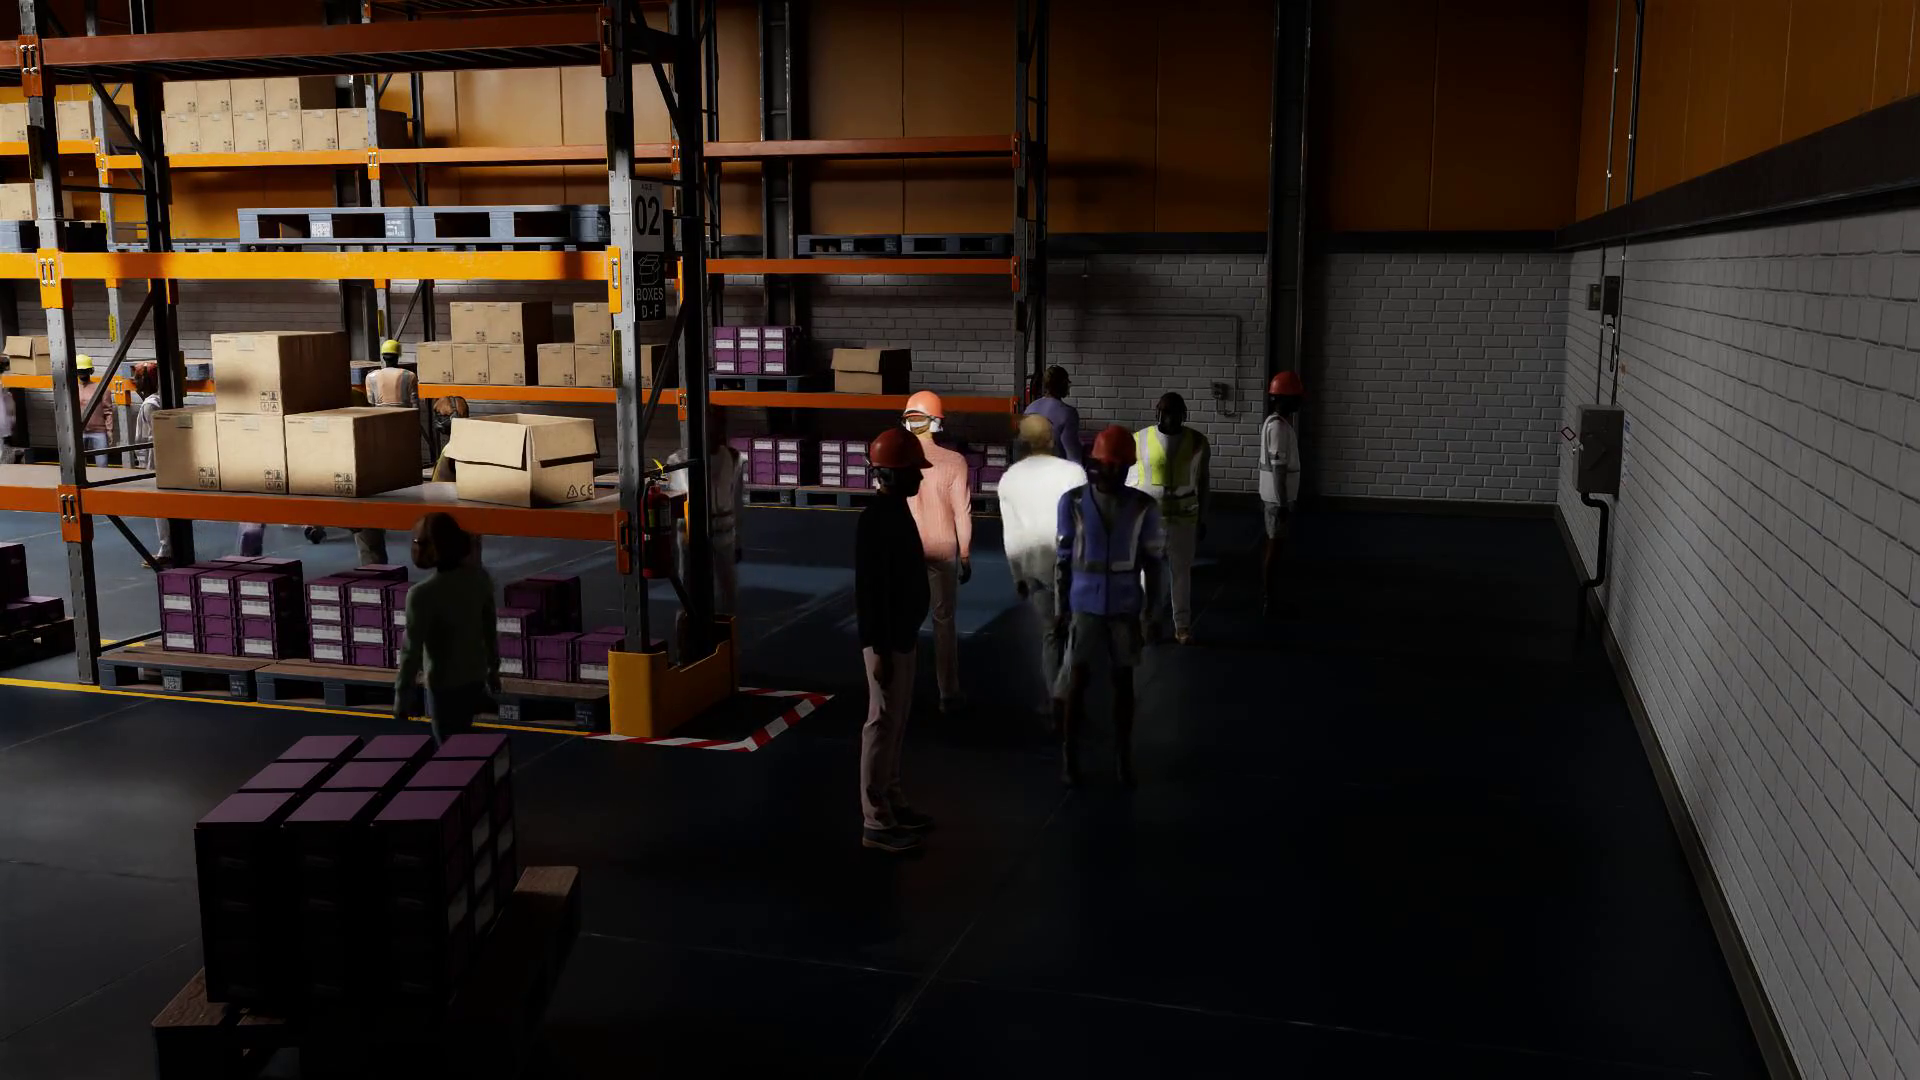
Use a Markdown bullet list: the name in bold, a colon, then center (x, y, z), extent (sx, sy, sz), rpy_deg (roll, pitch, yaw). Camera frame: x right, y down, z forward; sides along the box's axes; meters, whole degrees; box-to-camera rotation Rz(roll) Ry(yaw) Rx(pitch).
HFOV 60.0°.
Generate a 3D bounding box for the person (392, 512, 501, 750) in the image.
- **person**: center (-2.428, 0.670, 7.721), extent (0.514, 1.617, 0.533), rpy_deg (5, 10, 26)

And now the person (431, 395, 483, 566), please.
- **person**: center (-3.586, -0.124, 11.960), extent (0.428, 1.836, 0.626), rpy_deg (-3, 10, -15)

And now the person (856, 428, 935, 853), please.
- **person**: center (-0.307, 0.462, 7.882), extent (0.386, 1.992, 0.624), rpy_deg (2, 9, 9)

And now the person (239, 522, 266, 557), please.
- **person**: center (-6.054, -0.536, 14.273), extent (0.505, 1.889, 0.671), rpy_deg (3, 10, 18)

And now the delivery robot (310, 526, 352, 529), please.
- **delivery robot**: center (-6.209, -0.315, 16.714), extent (0.707, 0.478, 0.477), rpy_deg (-6, 11, -33)

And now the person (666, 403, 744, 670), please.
- **person**: center (-1.680, 0.026, 10.947), extent (0.618, 1.869, 0.416), rpy_deg (-7, 11, -35)

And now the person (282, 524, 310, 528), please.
- **person**: center (-6.775, -0.960, 17.020), extent (0.536, 1.843, 0.630), rpy_deg (-9, 13, -43)

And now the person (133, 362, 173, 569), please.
- **person**: center (-7.353, -0.683, 15.207), extent (0.347, 1.882, 0.584), rpy_deg (-3, 10, -18)

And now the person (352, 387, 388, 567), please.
- **person**: center (-4.602, -0.263, 12.812), extent (0.404, 1.828, 0.592), rpy_deg (-1, 9, -9)

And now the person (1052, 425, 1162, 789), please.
- **person**: center (0.774, 0.351, 8.768), extent (0.567, 1.927, 0.382), rpy_deg (0, 9, 1)

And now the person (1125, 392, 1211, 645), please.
- **person**: center (1.511, -0.154, 12.103), extent (0.627, 1.846, 0.429), rpy_deg (0, 9, 0)

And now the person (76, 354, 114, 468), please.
- **person**: center (-9.820, -1.203, 18.737), extent (0.532, 1.768, 0.311), rpy_deg (-4, 10, -22)

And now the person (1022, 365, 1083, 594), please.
- **person**: center (0.781, -0.478, 13.790), extent (0.372, 1.940, 0.632), rpy_deg (-8, 12, -41)

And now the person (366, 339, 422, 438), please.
- **person**: center (-6.405, -1.305, 18.866), extent (0.587, 1.927, 0.365), rpy_deg (-1, 9, -5)

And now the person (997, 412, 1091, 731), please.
- **person**: center (0.554, 0.196, 9.843), extent (0.417, 1.890, 0.686), rpy_deg (-9, 13, -42)

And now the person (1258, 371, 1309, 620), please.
- **person**: center (2.523, -0.351, 13.017), extent (0.358, 1.937, 0.549), rpy_deg (1, 9, 7)

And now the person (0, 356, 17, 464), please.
- **person**: center (-10.964, -1.248, 18.931), extent (0.431, 1.804, 0.724), rpy_deg (-6, 11, -34)

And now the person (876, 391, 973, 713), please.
- **person**: center (-0.215, 0.080, 10.244), extent (0.611, 1.985, 0.394), rpy_deg (2, 10, 12)
